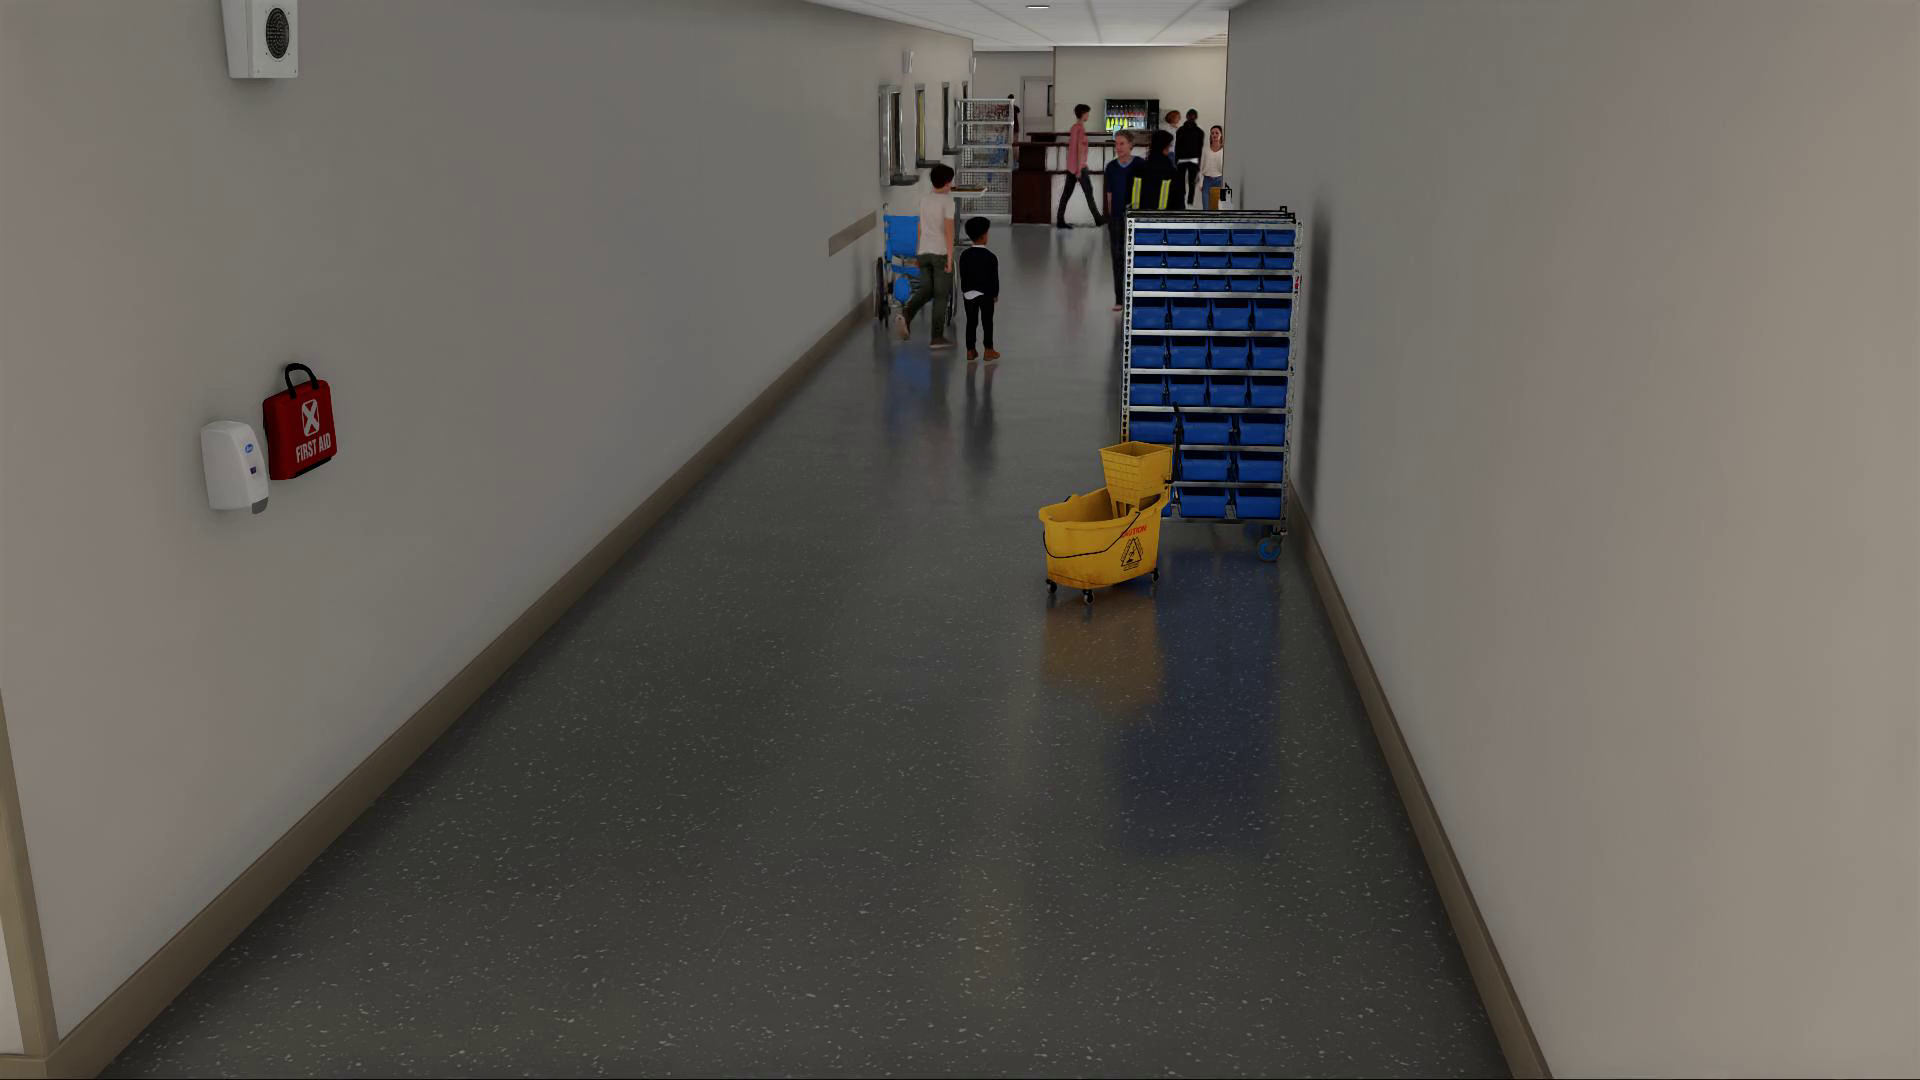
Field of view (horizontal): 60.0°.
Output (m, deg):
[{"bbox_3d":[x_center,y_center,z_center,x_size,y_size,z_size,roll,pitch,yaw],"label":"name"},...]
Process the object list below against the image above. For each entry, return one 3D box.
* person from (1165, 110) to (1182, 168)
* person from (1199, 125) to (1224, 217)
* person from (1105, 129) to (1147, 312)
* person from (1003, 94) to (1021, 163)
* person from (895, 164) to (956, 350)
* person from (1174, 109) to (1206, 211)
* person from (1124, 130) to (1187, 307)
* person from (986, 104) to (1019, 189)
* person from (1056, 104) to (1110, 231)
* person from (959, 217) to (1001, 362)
[{"bbox_3d":[4.165,-7.705,33.237,1.200,1.670,1.024,10,19,31],"label":"person"},{"bbox_3d":[3.694,-5.159,24.166,0.548,1.692,0.712,4,16,15],"label":"person"},{"bbox_3d":[1.770,-3.312,17.341,1.032,1.840,0.911,6,17,21],"label":"person"},{"bbox_3d":[1.417,-11.430,46.129,0.626,1.843,0.801,6,17,20],"label":"person"},{"bbox_3d":[-0.283,-2.510,14.876,0.898,1.634,0.920,14,21,41],"label":"person"},{"bbox_3d":[3.997,-6.603,29.074,0.866,1.808,0.771,3,16,9],"label":"person"},{"bbox_3d":[1.813,-2.920,15.819,1.034,1.912,1.048,6,17,21],"label":"person"},{"bbox_3d":[0.848,-8.092,34.504,1.270,1.726,0.807,6,17,19],"label":"person"},{"bbox_3d":[1.724,-5.773,25.928,1.238,1.917,1.000,-7,17,-23],"label":"person"},{"bbox_3d":[0.166,-2.165,14.334,0.504,1.225,0.617,7,17,22],"label":"person"}]
